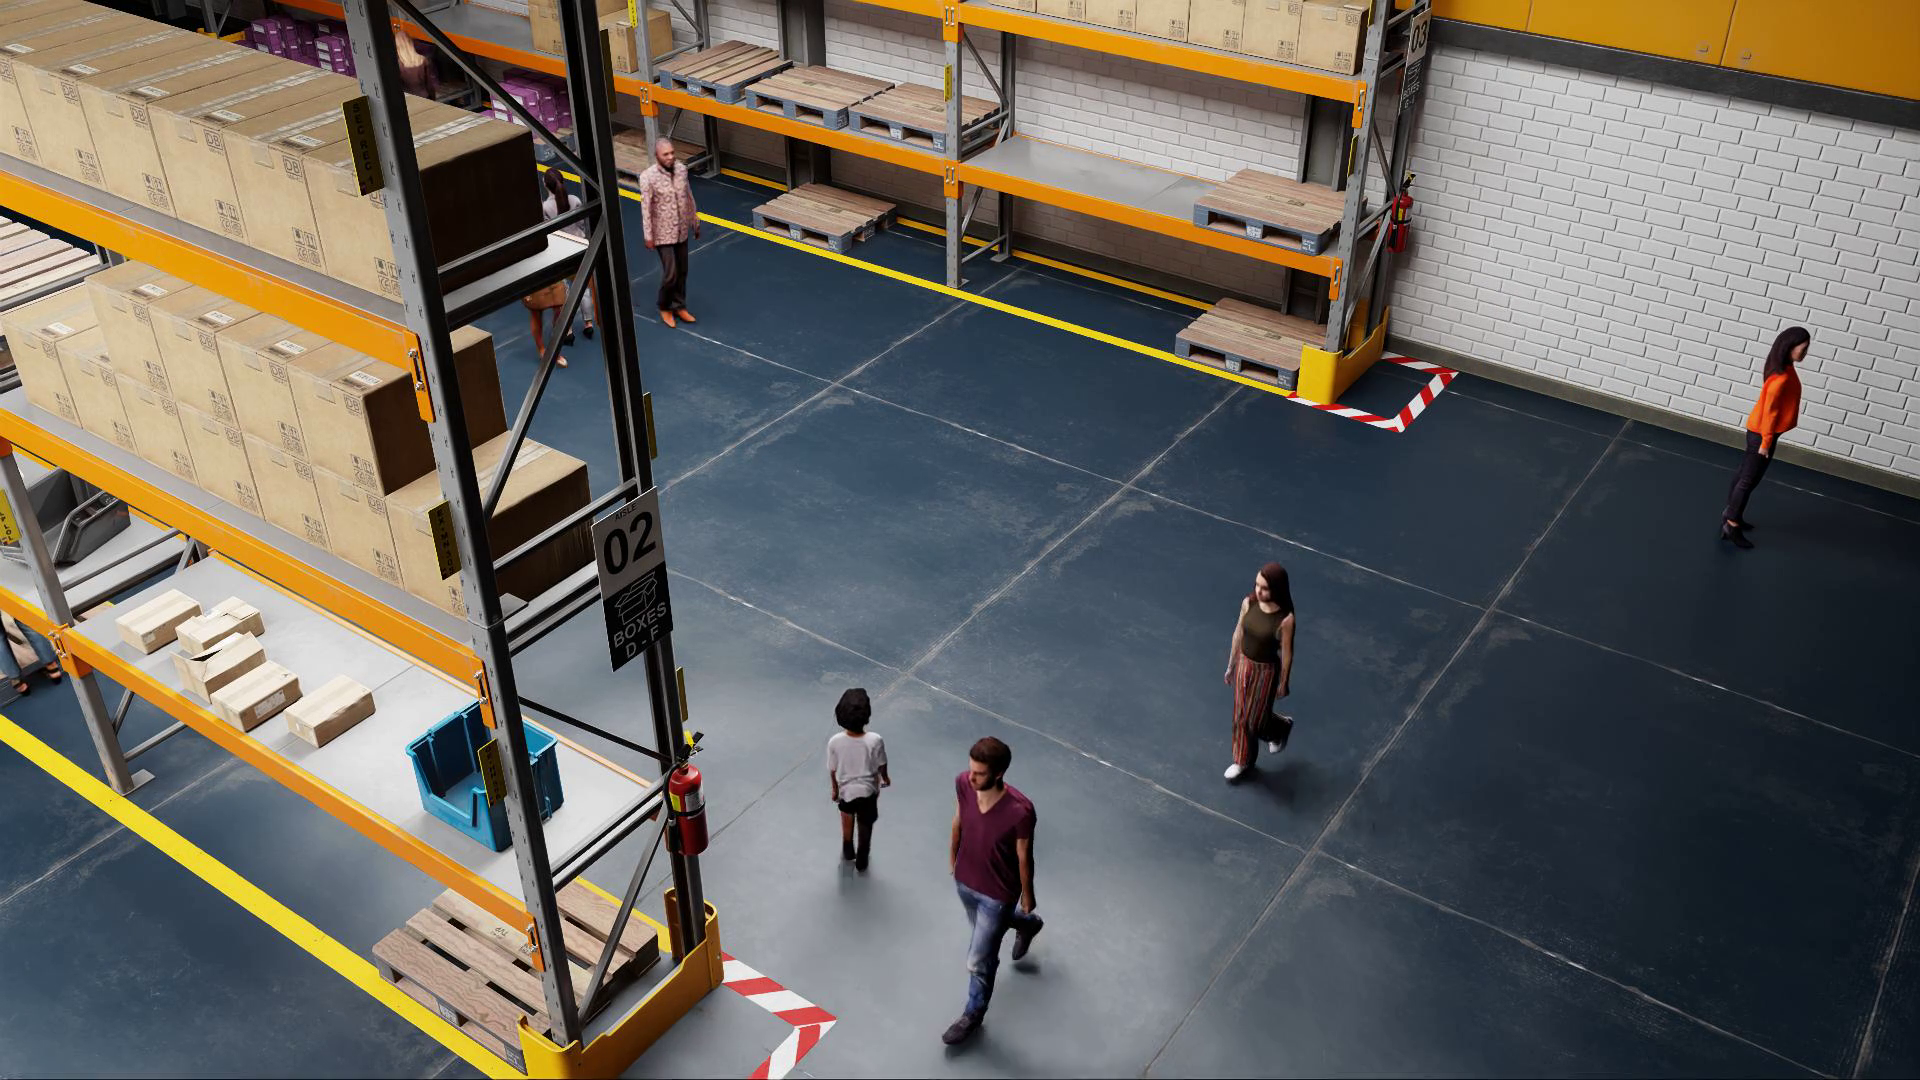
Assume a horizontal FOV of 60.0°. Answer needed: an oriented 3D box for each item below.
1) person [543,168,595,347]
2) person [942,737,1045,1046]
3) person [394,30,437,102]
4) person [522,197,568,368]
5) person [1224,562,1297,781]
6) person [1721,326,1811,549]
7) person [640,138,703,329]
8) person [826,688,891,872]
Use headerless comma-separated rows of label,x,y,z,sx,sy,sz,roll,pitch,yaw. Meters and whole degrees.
person,-3.573,-2.562,15.063,0.689,1.678,0.687,-23,40,-30
person,0.210,1.698,8.522,0.849,1.824,1.067,-29,43,-36
person,-5.994,-4.765,18.355,0.668,1.703,0.623,-21,39,-28
person,-3.741,-2.314,14.697,0.673,1.671,0.665,-23,40,-30
person,1.871,0.771,10.162,0.714,1.551,0.759,-26,41,-33
person,5.953,-0.787,12.327,0.602,1.749,0.654,15,36,21
person,-2.733,-2.887,15.446,0.652,1.795,0.716,27,42,35
person,-0.583,1.408,9.475,0.550,1.251,0.633,2,34,2
